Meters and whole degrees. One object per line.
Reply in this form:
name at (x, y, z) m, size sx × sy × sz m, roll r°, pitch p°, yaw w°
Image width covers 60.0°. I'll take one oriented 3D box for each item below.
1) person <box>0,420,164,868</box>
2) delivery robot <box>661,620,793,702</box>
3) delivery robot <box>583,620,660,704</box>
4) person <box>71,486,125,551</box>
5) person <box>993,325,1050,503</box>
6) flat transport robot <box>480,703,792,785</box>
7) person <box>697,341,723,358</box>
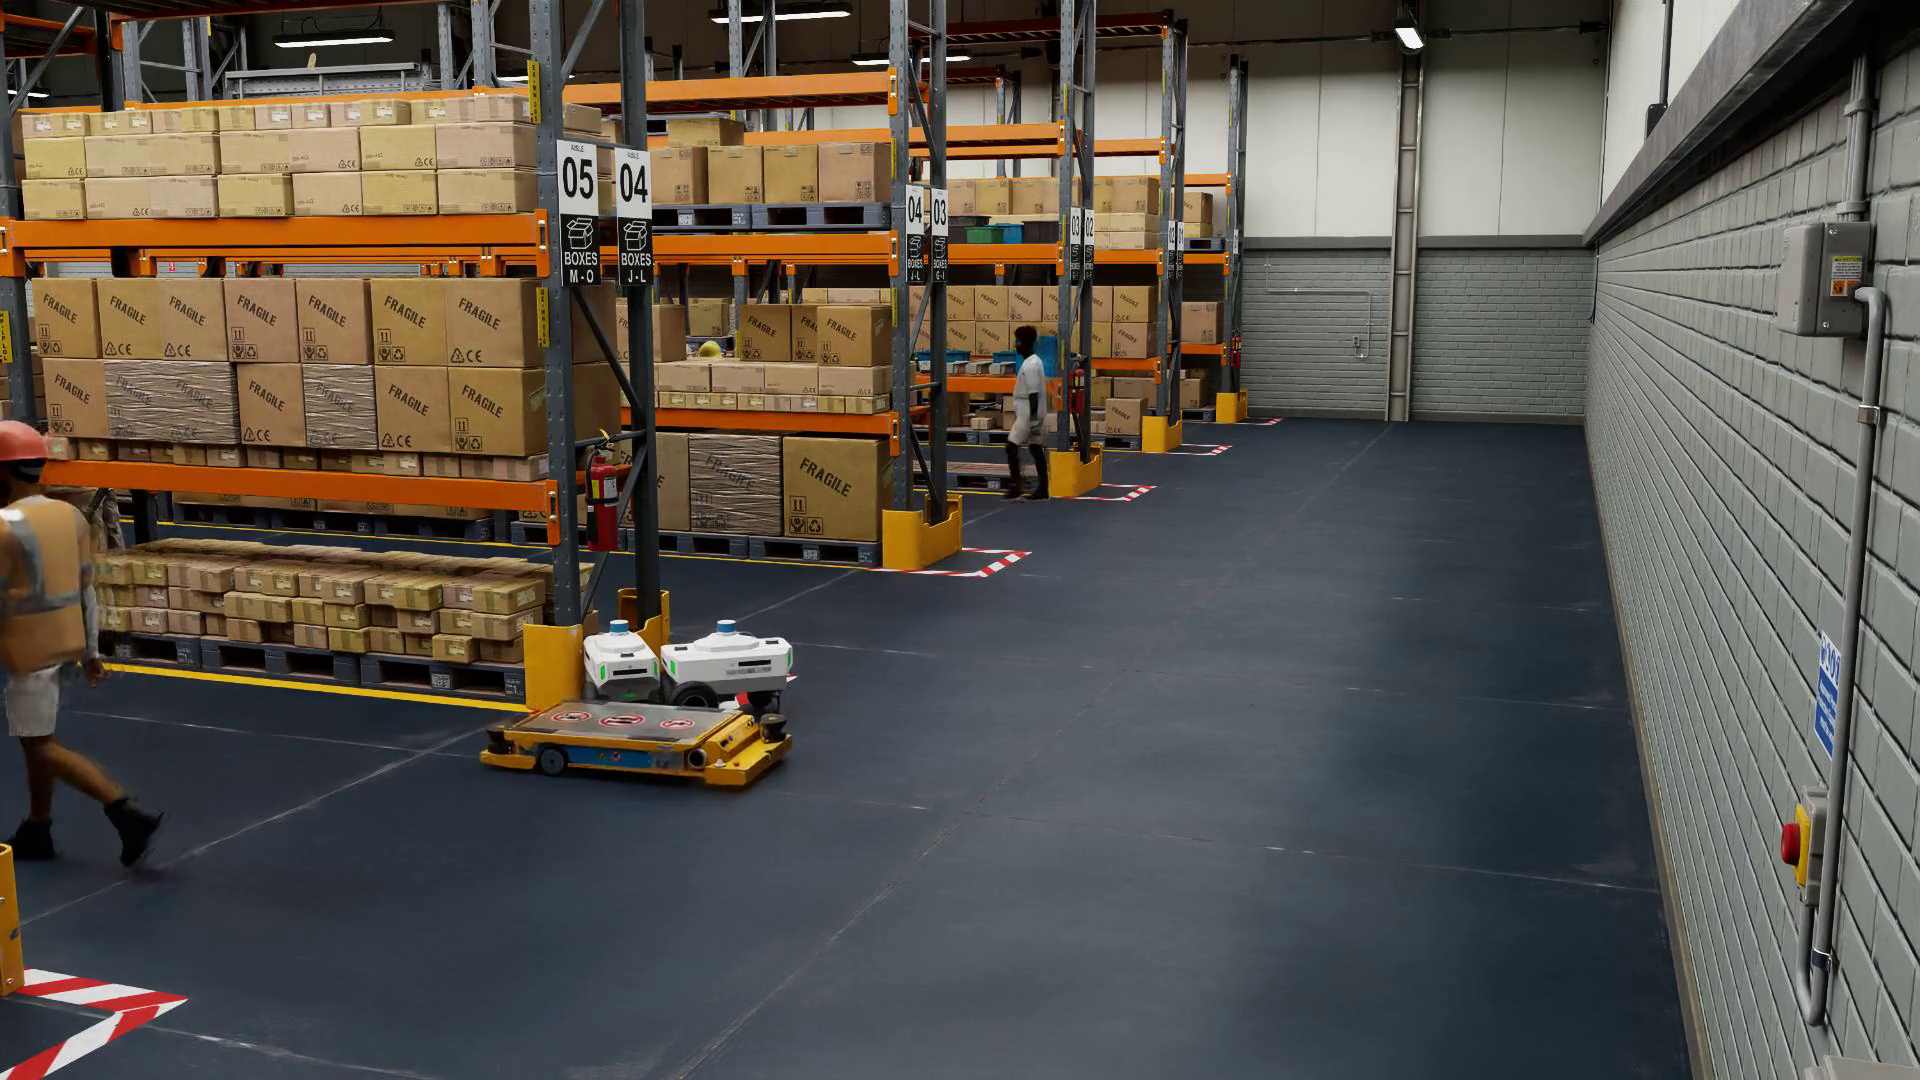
person at (-3.755, 0.452, 6.938) m, size 0.828 × 1.908 × 0.547 m, roll 1°, pitch 9°, yaw 5°
delivery robot at (-1.304, 0.692, 9.333) m, size 0.707 × 0.478 × 0.477 m, roll -3°, pitch 10°, yaw -18°
delivery robot at (-1.905, 0.692, 9.333) m, size 0.477 × 0.478 × 0.707 m, roll -3°, pitch 10°, yaw -20°
person at (-6.779, -0.385, 13.014) m, size 0.317 × 1.630 × 0.513 m, roll 0°, pitch 9°, yaw 3°
person at (0.656, -1.371, 18.189) m, size 0.751 × 1.939 × 0.613 m, roll 2°, pitch 9°, yaw 13°
flat transport robot at (-1.644, 1.016, 8.489) m, size 1.431 × 0.197 × 0.652 m, roll 2°, pitch 9°, yaw 14°
person at (-2.517, -1.088, 16.768) m, size 0.404 × 1.827 × 0.600 m, roll 5°, pitch 10°, yaw 28°
